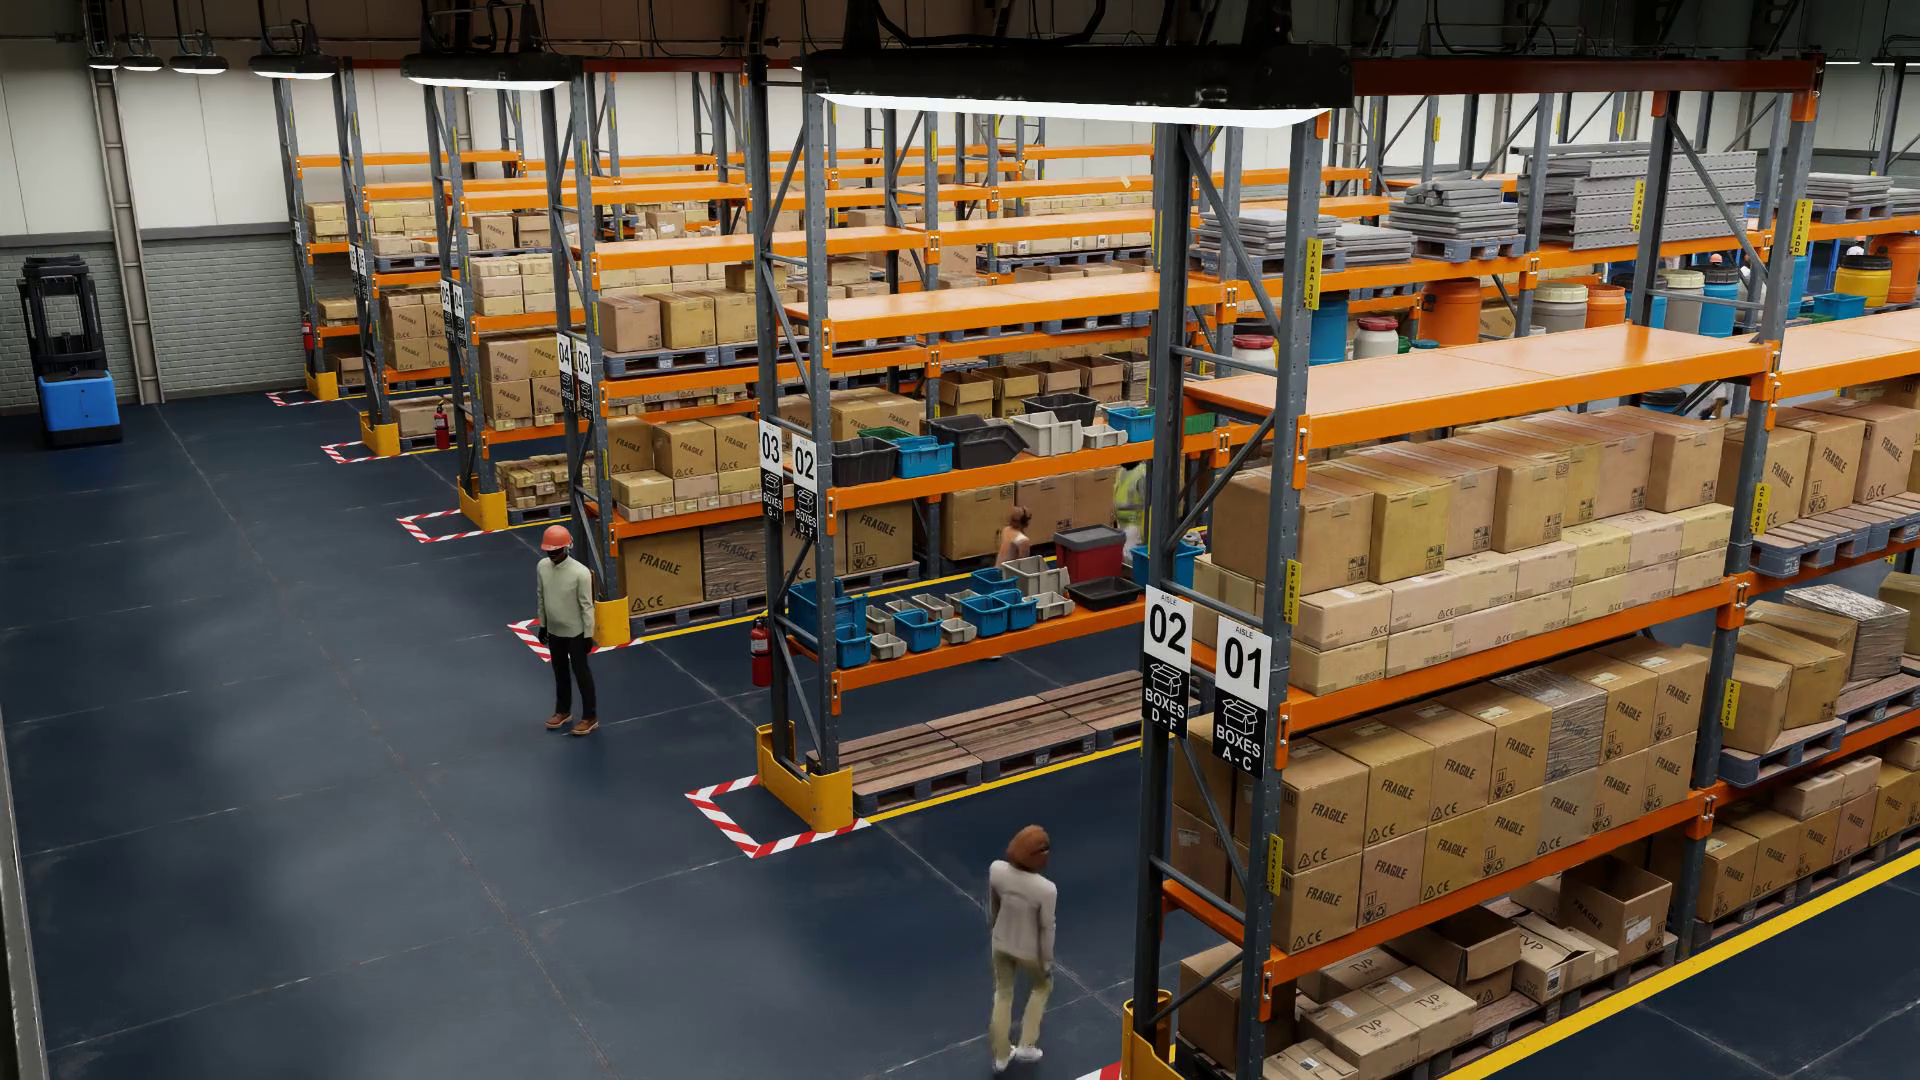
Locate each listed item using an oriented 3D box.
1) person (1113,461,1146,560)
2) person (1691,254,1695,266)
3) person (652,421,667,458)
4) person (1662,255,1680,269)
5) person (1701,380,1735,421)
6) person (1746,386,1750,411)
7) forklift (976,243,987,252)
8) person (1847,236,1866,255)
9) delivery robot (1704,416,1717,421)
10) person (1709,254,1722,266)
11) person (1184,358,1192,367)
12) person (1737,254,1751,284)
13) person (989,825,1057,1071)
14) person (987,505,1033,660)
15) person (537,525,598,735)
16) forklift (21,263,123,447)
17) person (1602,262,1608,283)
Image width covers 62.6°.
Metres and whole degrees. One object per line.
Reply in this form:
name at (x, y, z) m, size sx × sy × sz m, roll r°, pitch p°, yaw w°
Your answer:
person at (1.944, -0.216, 18.025) m, size 0.452 × 1.827 × 0.657 m, roll -7°, pitch 18°, yaw -22°
person at (18.110, -6.624, 39.332) m, size 0.890 × 1.644 × 0.546 m, roll 13°, pitch 21°, yaw 37°
person at (-3.536, -0.486, 18.804) m, size 0.900 × 1.899 × 0.560 m, roll -12°, pitch 21°, yaw -34°
person at (18.881, -7.539, 41.796) m, size 0.619 × 1.976 × 0.673 m, roll 14°, pitch 22°, yaw 38°
person at (12.548, -2.697, 26.017) m, size 0.552 × 1.919 × 0.775 m, roll -2°, pitch 17°, yaw -8°
person at (13.887, -3.189, 27.764) m, size 0.507 × 1.841 × 0.797 m, roll 5°, pitch 18°, yaw 16°
forklift at (0.988, -5.474, 34.718) m, size 1.214 × 2.155 × 2.313 m, roll -10°, pitch 20°, yaw -31°
person at (21.803, -6.497, 38.433) m, size 0.359 × 1.938 × 0.547 m, roll -3°, pitch 17°, yaw -10°
delivery robot at (11.910, -1.721, 25.021) m, size 0.707 × 0.478 × 0.477 m, roll 4°, pitch 18°, yaw 15°
person at (16.350, -5.254, 34.360) m, size 0.551 × 1.935 × 0.372 m, roll -4°, pitch 17°, yaw -14°
person at (3.430, -1.977, 24.125) m, size 0.278 × 1.634 × 0.497 m, roll -12°, pitch 21°, yaw -35°
person at (17.272, -5.372, 34.840) m, size 0.359 × 1.882 × 0.575 m, roll 9°, pitch 19°, yaw 26°
person at (0.370, 2.469, 9.589) m, size 0.532 × 1.611 × 0.422 m, roll 10°, pitch 19°, yaw 29°
person at (0.496, 0.431, 16.325) m, size 0.732 × 1.583 × 0.534 m, roll -6°, pitch 18°, yaw -19°
person at (-3.606, 0.811, 14.402) m, size 0.622 × 1.987 × 0.413 m, roll 10°, pitch 19°, yaw 29°
forklift at (-14.518, -3.079, 25.708) m, size 1.129 × 2.768 × 1.873 m, roll -10°, pitch 20°, yaw -31°
person at (17.788, -8.044, 43.637) m, size 0.532 × 1.862 × 0.314 m, roll -9°, pitch 19°, yaw -27°
